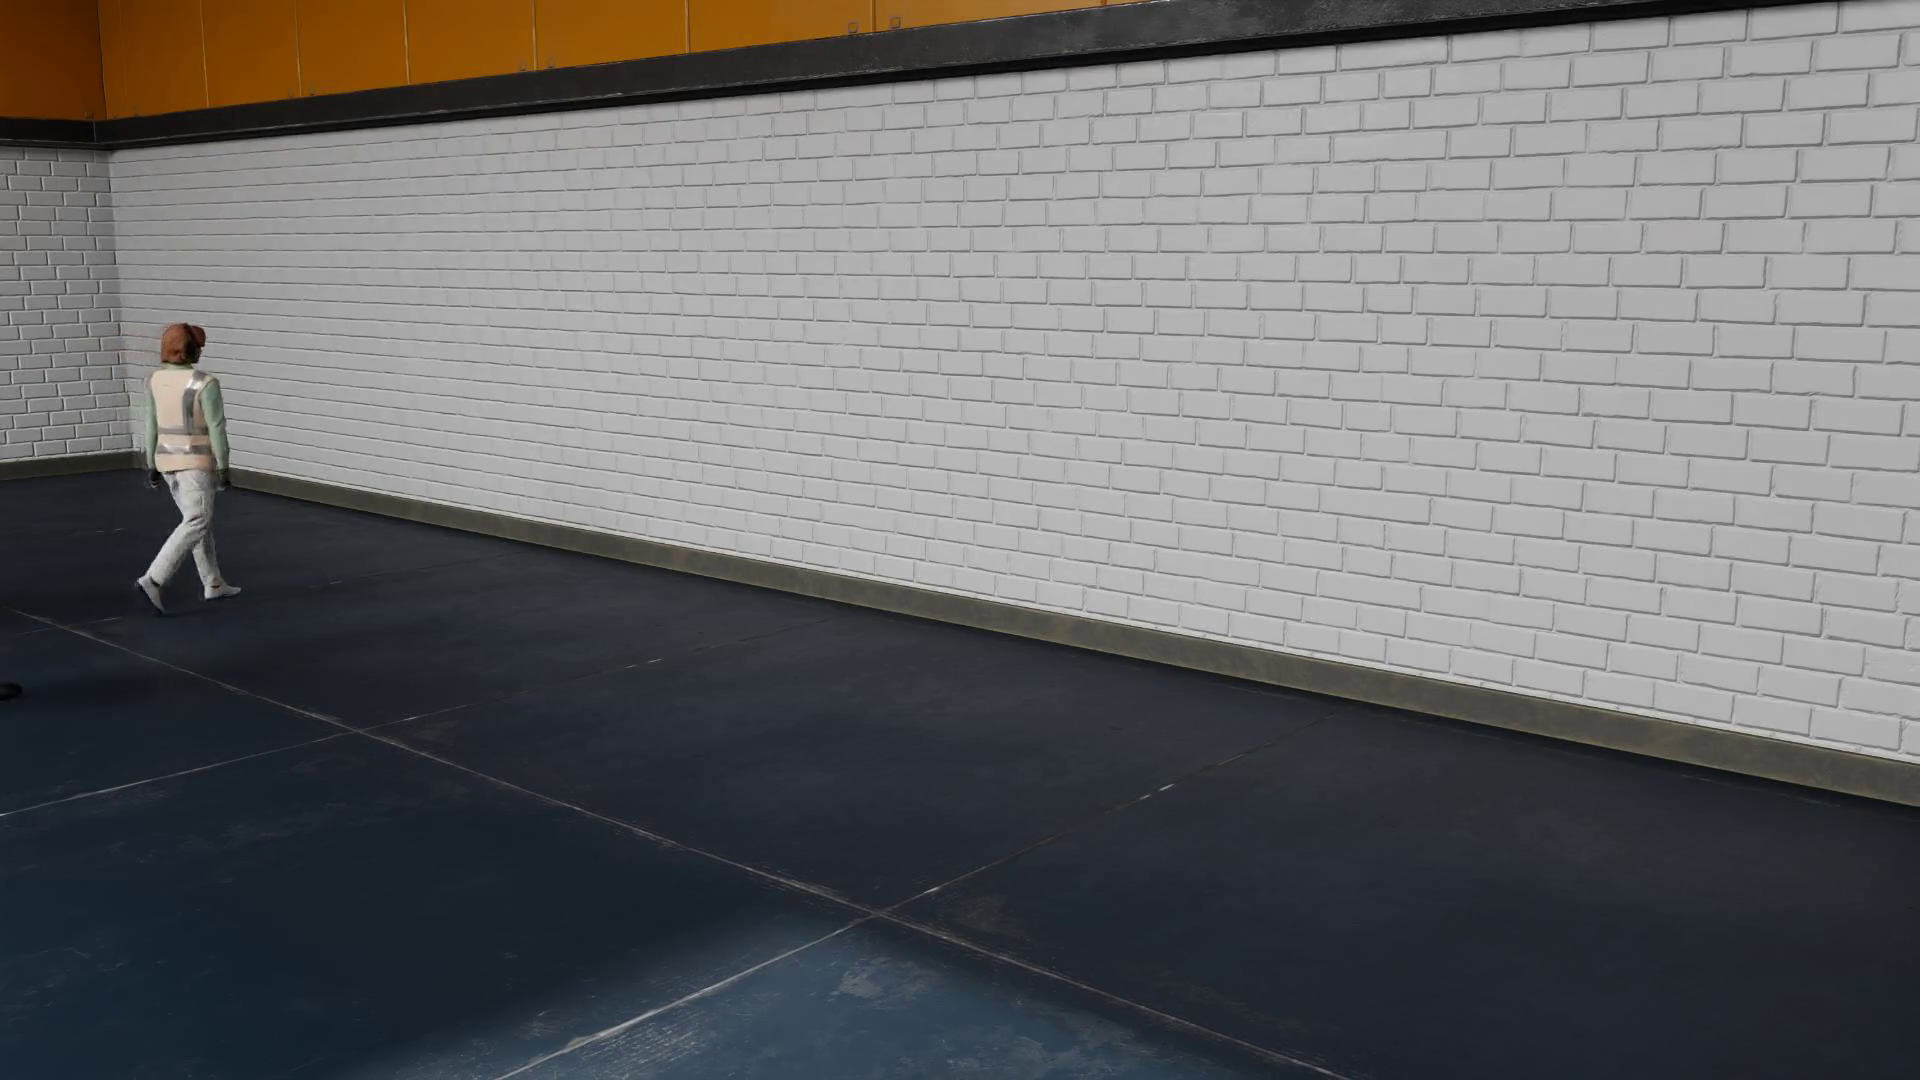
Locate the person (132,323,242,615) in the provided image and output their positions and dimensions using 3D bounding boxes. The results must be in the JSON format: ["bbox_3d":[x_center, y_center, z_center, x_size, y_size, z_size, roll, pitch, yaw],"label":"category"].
[{"bbox_3d":[-4.364,-0.401,9.297,0.524,1.611,0.754,4,11,22],"label":"person"}]

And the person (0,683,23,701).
[{"bbox_3d":[-4.547,-0.180,7.145,0.695,1.923,0.552,-6,12,-31],"label":"person"}]
